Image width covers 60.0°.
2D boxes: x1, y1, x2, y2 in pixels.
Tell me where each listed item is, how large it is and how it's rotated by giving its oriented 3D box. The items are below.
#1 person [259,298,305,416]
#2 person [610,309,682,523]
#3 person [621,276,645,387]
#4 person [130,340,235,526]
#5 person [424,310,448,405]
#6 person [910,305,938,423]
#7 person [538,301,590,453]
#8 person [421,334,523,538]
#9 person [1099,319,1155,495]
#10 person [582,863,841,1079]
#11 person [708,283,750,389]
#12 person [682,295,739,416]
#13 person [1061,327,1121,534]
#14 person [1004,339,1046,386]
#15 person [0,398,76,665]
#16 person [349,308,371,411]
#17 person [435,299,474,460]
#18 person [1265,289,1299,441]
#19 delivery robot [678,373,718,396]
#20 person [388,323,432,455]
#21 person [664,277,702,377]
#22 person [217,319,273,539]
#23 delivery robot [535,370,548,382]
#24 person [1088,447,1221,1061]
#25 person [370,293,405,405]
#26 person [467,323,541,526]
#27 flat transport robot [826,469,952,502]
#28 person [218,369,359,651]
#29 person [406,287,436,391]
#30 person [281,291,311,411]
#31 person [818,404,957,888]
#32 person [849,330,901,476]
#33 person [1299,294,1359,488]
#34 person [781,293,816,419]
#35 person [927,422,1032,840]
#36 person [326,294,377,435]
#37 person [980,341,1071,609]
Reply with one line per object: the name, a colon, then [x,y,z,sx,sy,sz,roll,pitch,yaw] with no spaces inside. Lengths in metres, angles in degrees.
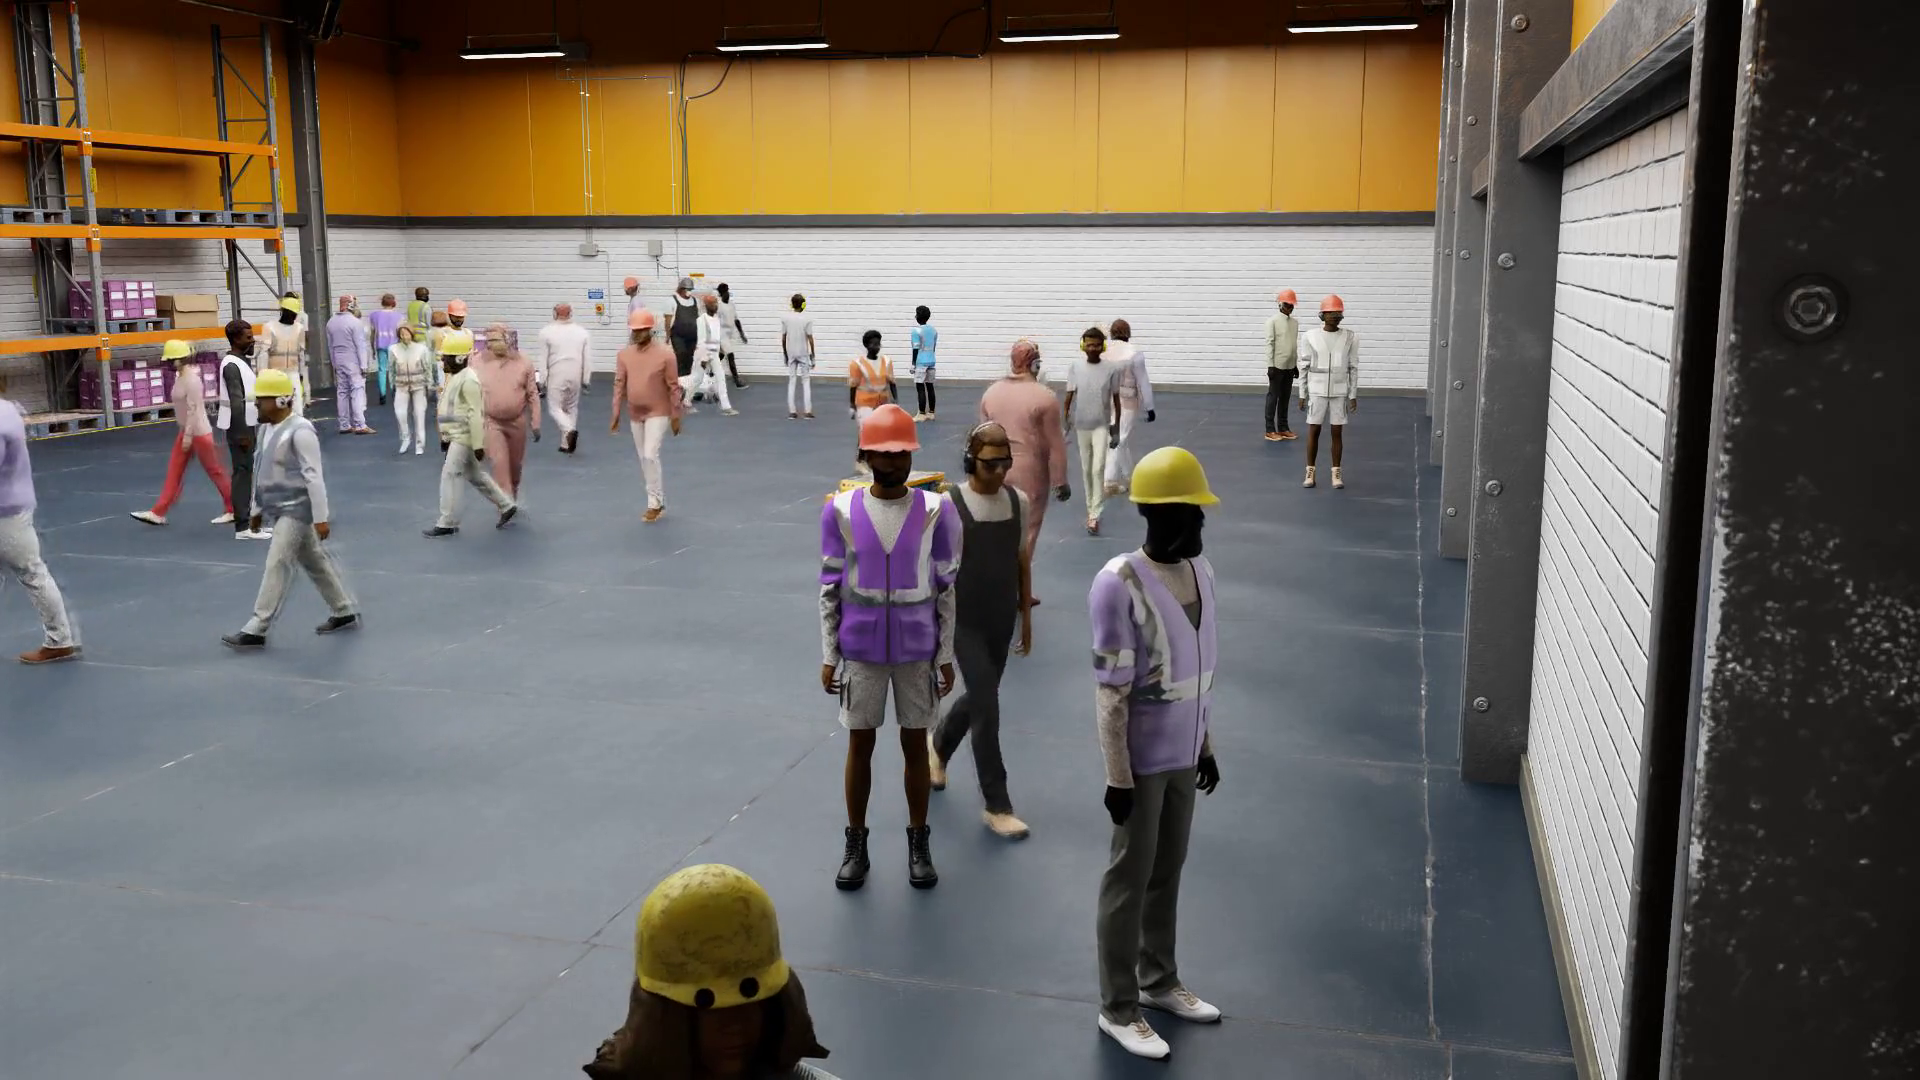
person: [-8.874,-2.222,21.809,0.724,1.870,0.851,-9,14,-42]
person: [-2.958,-1.149,15.455,0.615,1.965,0.761,4,11,22]
person: [-5.783,-3.768,30.173,0.730,2.014,0.636,-3,11,-18]
person: [-7.037,-0.957,15.089,0.929,1.702,0.535,-9,14,-42]
person: [-7.689,-2.611,24.719,0.517,1.616,0.394,-6,12,-31]
person: [-0.535,-2.555,24.188,0.318,1.699,0.535,7,12,35]
person: [-4.837,-1.983,20.399,0.657,1.889,0.687,-7,12,-35]
person: [-4.342,-0.933,14.738,0.866,1.800,0.591,-5,11,-26]
person: [1.736,-1.390,17.313,0.901,1.791,0.675,-9,14,-42]
person: [-0.337,1.286,2.303,0.487,1.746,0.290,-3,10,-15]
person: [-4.242,-3.660,29.886,0.985,1.902,0.633,4,11,21]
person: [-3.855,-2.799,25.201,0.998,1.837,0.577,5,11,26]
person: [1.148,-0.967,14.826,0.497,1.826,0.872,4,11,20]
person: [0.704,-1.345,17.662,0.504,1.585,0.872,7,12,35]
person: [-5.886,-0.143,9.967,0.976,1.892,0.660,-5,11,-26]
person: [-9.344,-2.768,25.626,0.512,1.612,0.681,-2,10,-12]
person: [-5.907,-1.870,19.639,0.367,1.932,0.551,6,12,30]
person: [4.264,-2.314,21.982,0.611,1.995,0.377,-9,13,-41]
delivery robot: [-4.270,-2.565,27.217,0.707,0.478,0.477,6,12,31]
person: [-6.718,-1.843,20.355,0.529,1.623,0.381,-2,10,-9]
person: [-4.839,-3.653,29.437,0.696,2.000,0.641,-7,12,-34]
person: [-6.291,-0.966,14.574,0.392,1.917,0.589,-3,11,-19]
delivery robot: [-6.853,-2.743,28.224,0.707,0.478,0.477,0,10,1]
person: [0.646,0.666,5.315,0.372,1.933,0.593,8,13,37]
person: [-9.323,-3.112,27.091,0.579,1.804,0.960,-1,10,-7]
person: [-4.269,-1.108,15.572,0.656,1.860,0.953,-4,11,-22]
flat transport robot: [-0.699,-0.540,16.815,0.652,0.197,1.431,5,11,27]
person: [-4.329,-0.210,10.689,0.946,1.780,0.612,-9,13,-42]
person: [-9.489,-3.548,29.422,0.629,1.840,0.429,6,12,33]
person: [-10.291,-2.904,25.719,0.559,1.868,0.474,4,11,20]
person: [-0.285,0.429,6.607,0.551,1.940,0.352,0,10,-2]
person: [-0.947,-1.477,18.233,0.545,1.640,0.914,-7,12,-36]
person: [3.891,-1.562,17.575,0.614,2.047,0.357,2,10,10]
person: [-2.386,-2.717,24.670,0.519,1.861,0.347,2,10,11]
person: [0.051,0.353,7.462,0.517,1.805,0.921,-6,12,-32]
person: [-8.276,-2.380,22.624,0.638,1.902,0.407,5,11,28]
person: [0.469,-0.451,11.754,0.650,1.891,0.487,9,14,42]
